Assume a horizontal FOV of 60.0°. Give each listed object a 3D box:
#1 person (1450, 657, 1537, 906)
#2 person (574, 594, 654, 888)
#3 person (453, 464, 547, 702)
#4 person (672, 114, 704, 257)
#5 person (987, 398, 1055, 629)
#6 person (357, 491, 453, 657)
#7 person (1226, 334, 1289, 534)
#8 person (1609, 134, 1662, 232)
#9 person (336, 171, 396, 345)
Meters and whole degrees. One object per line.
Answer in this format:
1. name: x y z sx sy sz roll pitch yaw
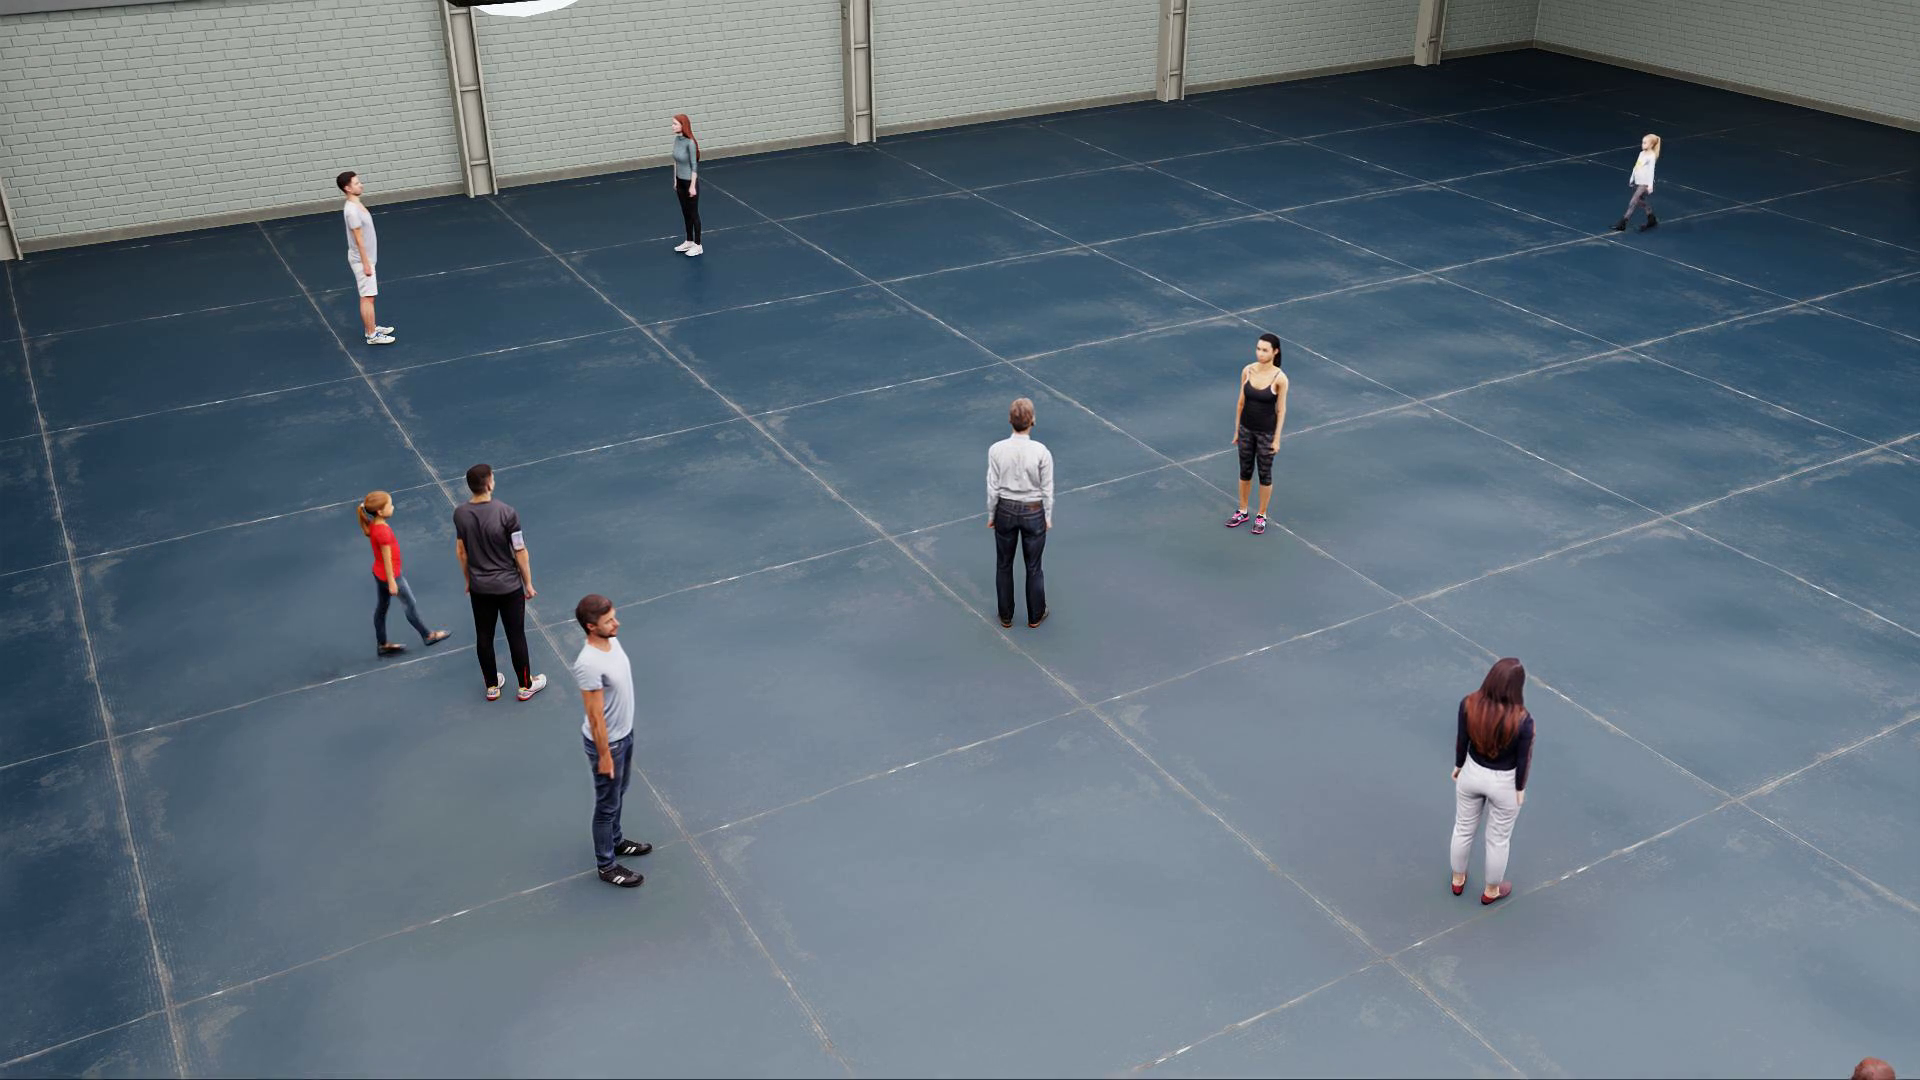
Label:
1. person: 3.045 1.374 9.534 0.667 1.607 0.655 20 33 33
2. person: -2.056 1.143 9.701 0.719 1.865 0.719 1 27 1
3. person: -3.209 0.298 11.455 0.677 1.763 0.777 3 27 6
4. person: -3.384 -4.405 20.609 0.581 1.743 0.617 -20 33 -34
5. person: 0.444 -0.197 12.354 0.719 1.820 0.799 4 28 9
6. person: -4.203 0.264 12.030 0.752 1.296 0.514 -16 31 -29
7. person: 2.495 -0.898 13.814 0.643 1.730 0.653 19 33 32
8. person: 8.914 -4.613 21.549 0.976 1.252 0.768 -2 27 -3
9. person: -6.406 -3.031 17.818 0.643 1.856 0.722 -9 28 -16
